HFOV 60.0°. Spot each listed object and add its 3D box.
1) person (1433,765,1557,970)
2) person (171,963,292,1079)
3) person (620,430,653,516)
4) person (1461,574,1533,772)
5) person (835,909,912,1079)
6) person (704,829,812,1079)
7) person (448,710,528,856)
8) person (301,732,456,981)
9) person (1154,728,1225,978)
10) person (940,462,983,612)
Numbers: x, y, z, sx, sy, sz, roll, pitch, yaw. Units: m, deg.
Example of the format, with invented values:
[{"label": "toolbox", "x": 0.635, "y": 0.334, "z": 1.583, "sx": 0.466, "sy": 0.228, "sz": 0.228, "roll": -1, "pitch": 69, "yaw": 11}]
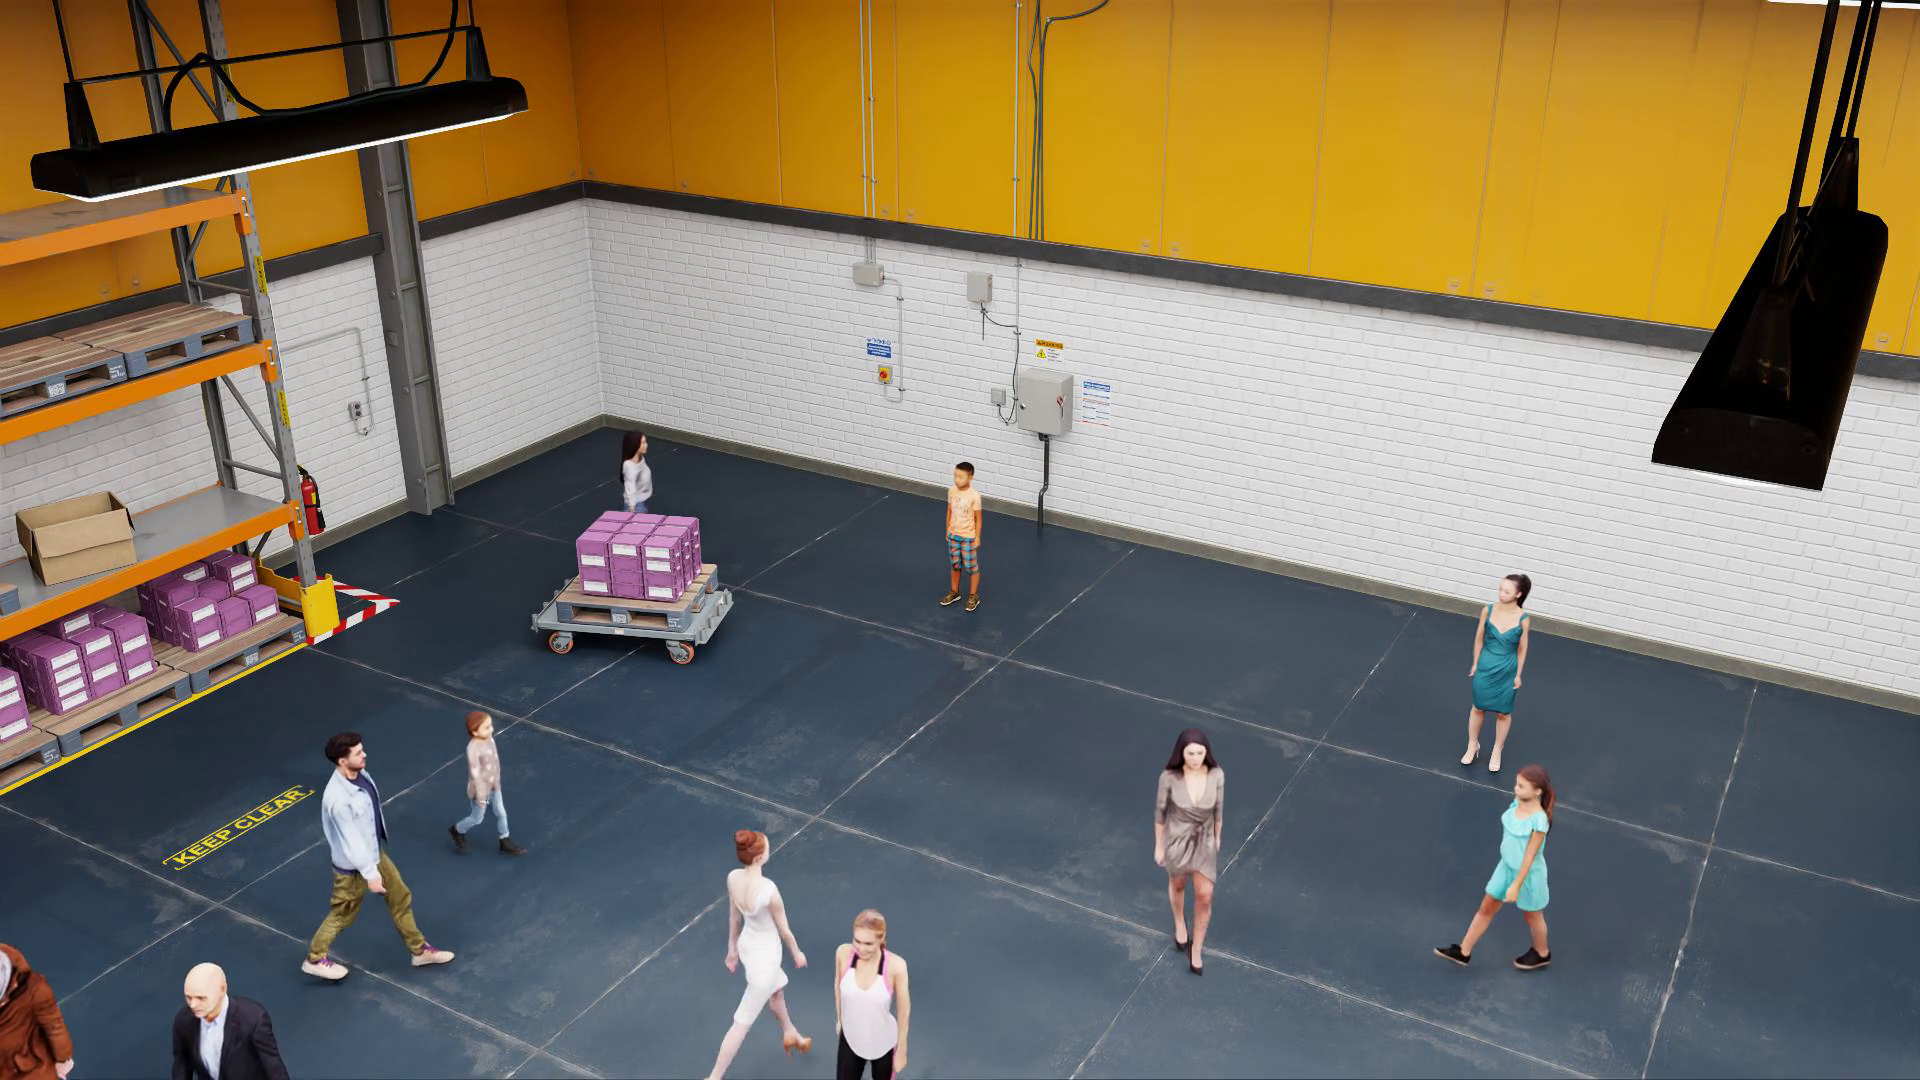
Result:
[{"label": "person", "x": 3.681, "y": 2.143, "z": 10.685, "sx": 1.026, "sy": 1.516, "sz": 1.014, "roll": -4, "pitch": 24, "yaw": -10}, {"label": "person", "x": -3.710, "y": 2.891, "z": 8.669, "sx": 1.001, "sy": 1.760, "sz": 1.248, "roll": 3, "pitch": 24, "yaw": 7}, {"label": "person", "x": -3.225, "y": -0.293, "z": 16.147, "sx": 1.017, "sy": 1.605, "sz": 1.040, "roll": -2, "pitch": 24, "yaw": -5}, {"label": "person", "x": 4.210, "y": 1.029, "z": 13.019, "sx": 0.540, "sy": 1.688, "sz": 0.474, "roll": 14, "pitch": 27, "yaw": 29}, {"label": "person", "x": -0.442, "y": 2.691, "z": 9.114, "sx": 0.696, "sy": 1.771, "sz": 0.782, "roll": 9, "pitch": 25, "yaw": 20}, {"label": "person", "x": -1.239, "y": 2.501, "z": 9.576, "sx": 1.162, "sy": 1.748, "sz": 0.808, "roll": -20, "pitch": 30, "yaw": -37}, {"label": "person", "x": -3.473, "y": 1.762, "z": 11.975, "sx": 0.625, "sy": 1.180, "sz": 0.774, "roll": 8, "pitch": 25, "yaw": 17}, {"label": "person", "x": -3.905, "y": 2.063, "z": 10.555, "sx": 1.137, "sy": 1.767, "sz": 1.231, "roll": 0, "pitch": 24, "yaw": -1}, {"label": "person", "x": 1.479, "y": 1.945, "z": 10.879, "sx": 0.800, "sy": 1.723, "sz": 0.884, "roll": 0, "pitch": 24, "yaw": -1}, {"label": "person", "x": 0.037, "y": -0.057, "z": 15.786, "sx": 0.523, "sy": 1.461, "sz": 0.478, "roll": 14, "pitch": 27, "yaw": 29}]
